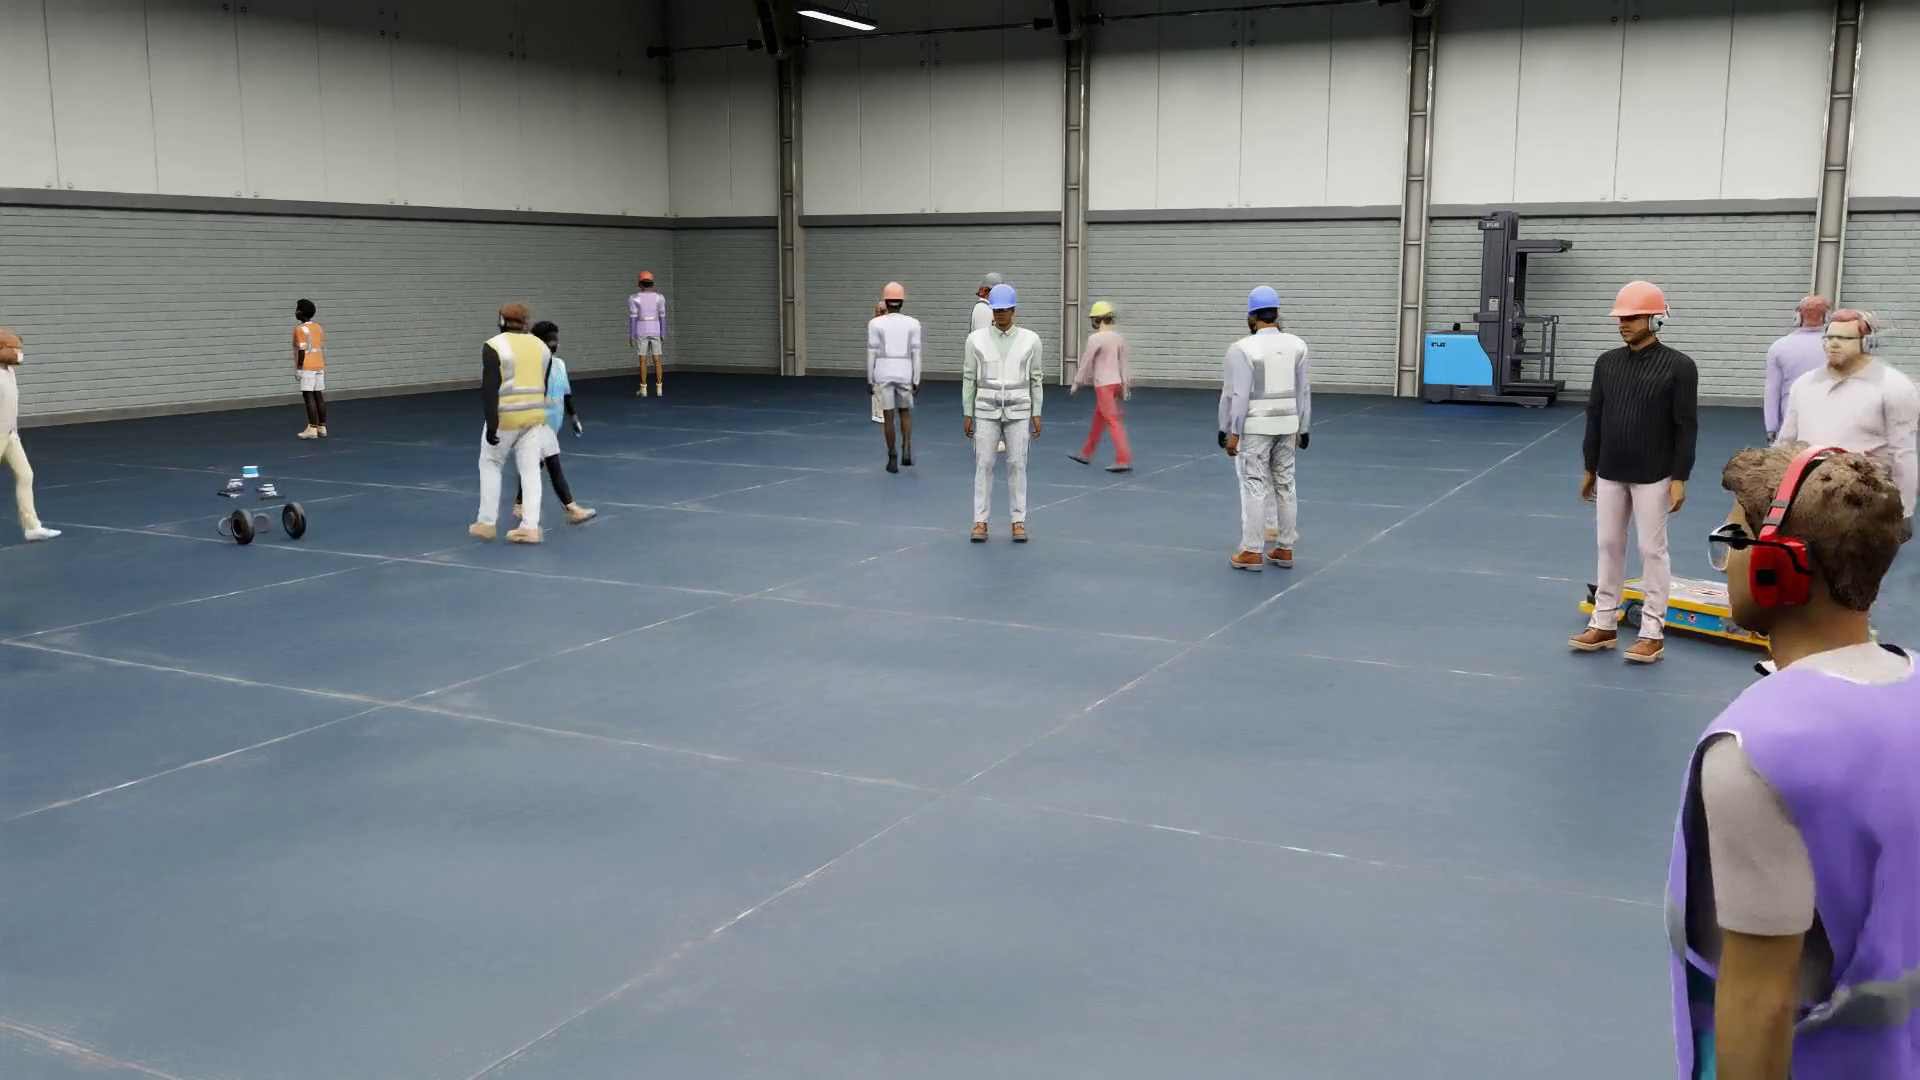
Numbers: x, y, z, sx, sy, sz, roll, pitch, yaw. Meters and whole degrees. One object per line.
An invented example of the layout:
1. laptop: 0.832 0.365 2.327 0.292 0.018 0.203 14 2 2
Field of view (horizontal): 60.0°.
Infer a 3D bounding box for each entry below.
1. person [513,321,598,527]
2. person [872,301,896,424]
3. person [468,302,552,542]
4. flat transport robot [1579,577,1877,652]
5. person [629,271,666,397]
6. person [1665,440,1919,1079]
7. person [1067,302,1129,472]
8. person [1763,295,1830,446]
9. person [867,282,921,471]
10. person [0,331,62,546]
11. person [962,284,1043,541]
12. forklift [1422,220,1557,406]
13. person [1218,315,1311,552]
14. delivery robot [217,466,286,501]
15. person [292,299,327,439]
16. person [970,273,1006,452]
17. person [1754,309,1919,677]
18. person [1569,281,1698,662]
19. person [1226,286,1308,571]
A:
1. person: -3.291 -0.932 13.371 0.907 1.635 0.544 3 10 21
2. person: -1.043 -2.390 22.399 0.312 1.636 0.518 -2 10 -15
3. person: -3.453 -0.897 12.673 0.782 1.806 0.645 7 11 36
4. flat transport robot: 4.346 0.406 9.487 0.652 0.197 1.431 -6 11 -31
5. person: -5.119 -3.373 27.215 0.605 2.044 0.374 -5 10 -26
6. person: 1.092 0.761 2.402 0.581 1.809 0.840 -6 11 -34
7. person: 1.422 -1.579 17.139 0.906 1.722 0.537 6 11 35
8. person: 6.374 -0.900 12.483 0.638 1.872 0.879 4 10 24
9. person: -0.687 -1.680 17.116 0.540 1.922 0.487 -2 9 -13
10. person: -7.150 -0.761 12.494 0.646 1.600 0.528 -2 9 -12
11. person: 0.324 -0.962 12.635 0.613 1.945 0.406 0 9 1
12. forklift: 8.245 -3.527 25.720 1.873 2.768 1.129 5 10 27
13. person: 2.264 -0.830 12.320 0.653 1.798 0.671 -1 9 -4
14. delivery robot: -5.469 -0.453 12.823 0.698 0.223 0.335 8 12 39
15. person: -8.003 -2.103 20.435 0.315 1.699 0.541 1 9 6
16. person: 0.381 -2.026 19.043 0.535 2.000 0.674 0 9 2
17. person: 4.292 -0.201 8.216 1.014 1.853 0.669 -4 10 -25
18. person: 3.555 -0.362 8.790 0.396 1.992 0.623 -6 11 -33
19. person: 2.103 -0.768 11.461 0.602 1.940 0.402 -4 10 -26
